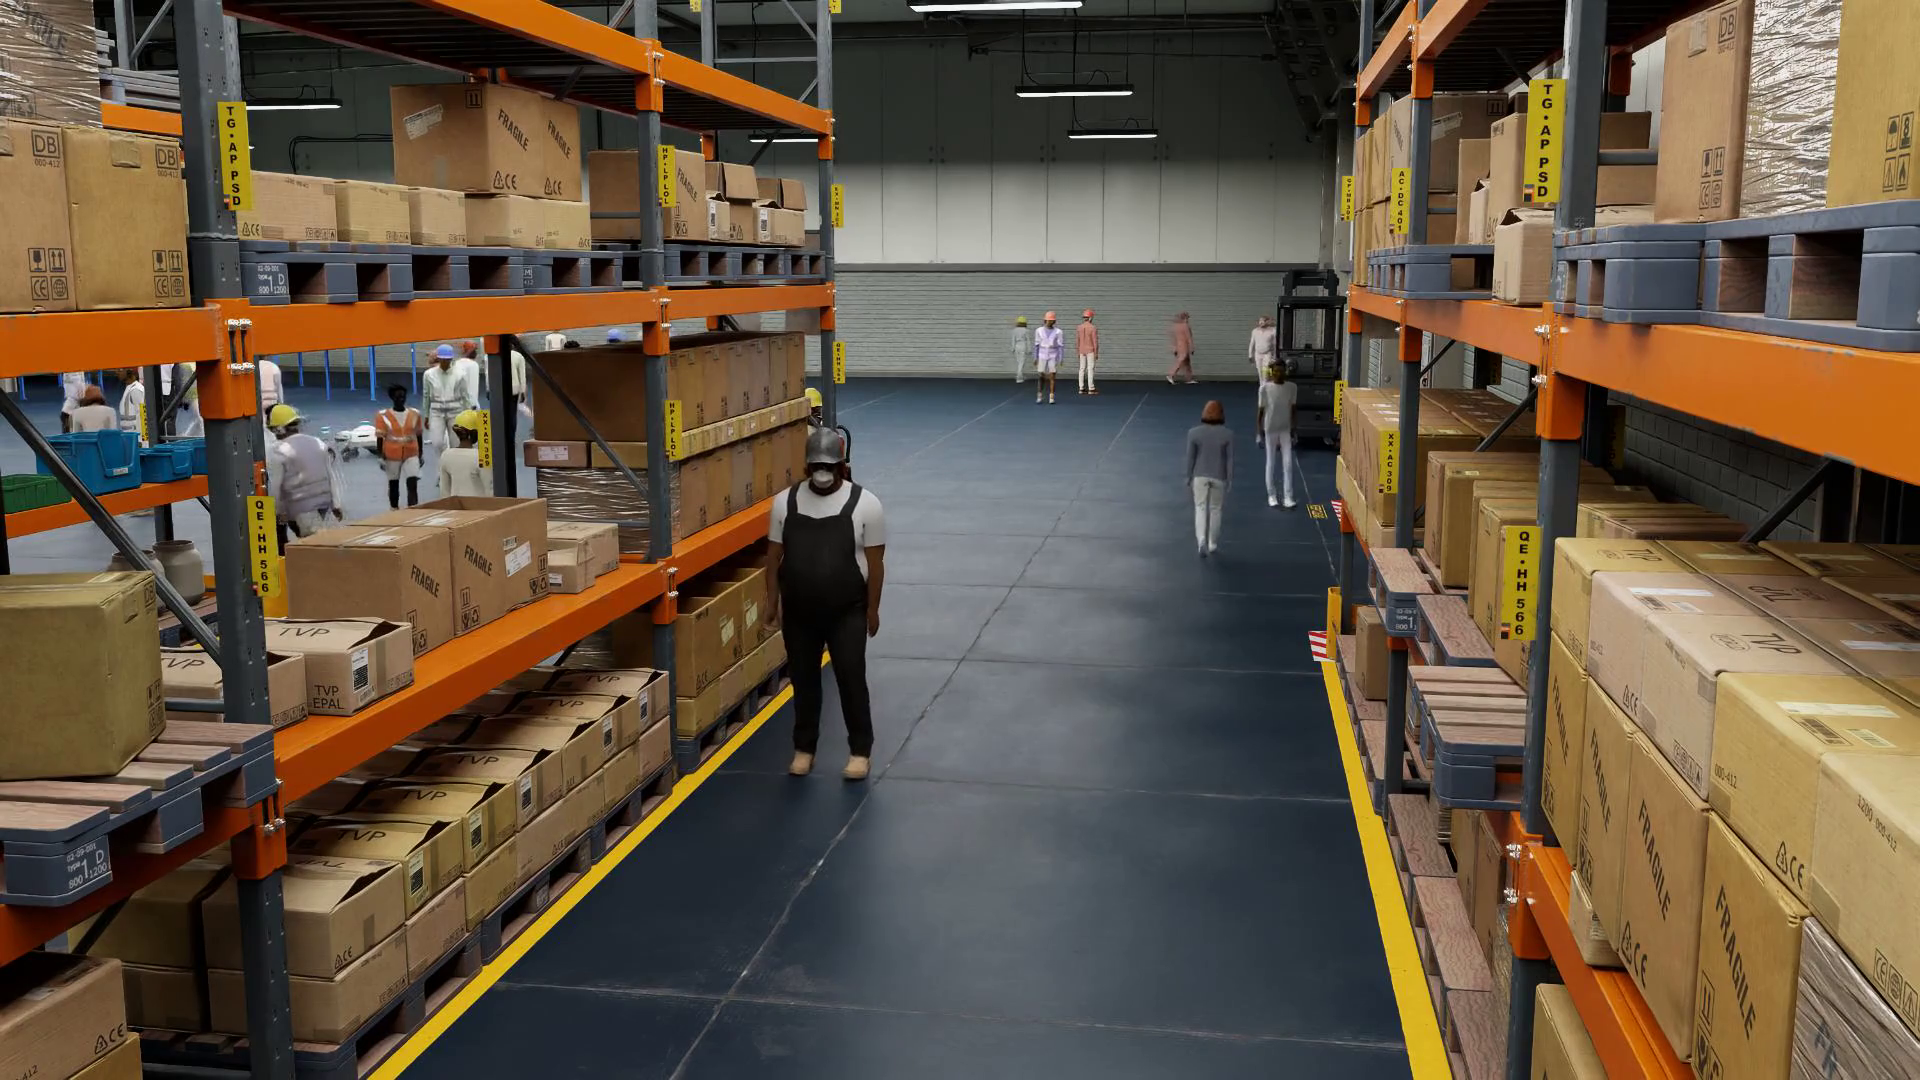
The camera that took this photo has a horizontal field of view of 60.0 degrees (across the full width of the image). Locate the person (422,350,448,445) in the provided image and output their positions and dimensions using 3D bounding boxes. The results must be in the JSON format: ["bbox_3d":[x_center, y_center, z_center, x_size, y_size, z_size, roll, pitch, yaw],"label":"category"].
[{"bbox_3d":[-8.792,-2.376,27.822,0.535,1.597,0.575,-6,11,-34],"label":"person"}]

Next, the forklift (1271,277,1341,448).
[{"bbox_3d":[5.847,-3.016,27.970,1.129,2.768,1.873,1,9,9],"label":"forklift"}]

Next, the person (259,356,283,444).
[{"bbox_3d":[-10.441,-1.986,24.743,0.701,1.815,0.625,8,12,40],"label":"person"}]

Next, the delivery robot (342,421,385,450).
[{"bbox_3d":[-9.397,-1.639,26.336,0.707,0.478,0.477,-9,13,-43],"label":"delivery robot"}]

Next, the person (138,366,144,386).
[{"bbox_3d":[-15.365,-3.033,31.366,0.328,1.767,0.530,0,9,-2],"label":"person"}]

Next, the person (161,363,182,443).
[{"bbox_3d":[-12.549,-2.266,26.195,0.587,1.912,0.376,0,9,1],"label":"person"}]

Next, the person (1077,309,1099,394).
[{"bbox_3d":[3.045,-4.477,39.561,0.609,1.997,0.375,8,12,41],"label":"person"}]

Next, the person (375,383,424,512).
[{"bbox_3d":[-6.365,-0.959,18.918,0.542,1.650,0.893,-5,10,-27],"label":"person"}]

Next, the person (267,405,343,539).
[{"bbox_3d":[-5.721,-0.296,14.526,1.039,1.749,0.589,3,10,18],"label":"person"}]

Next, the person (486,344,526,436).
[{"bbox_3d":[-7.481,-2.490,27.469,0.619,1.957,0.993,-4,10,-22],"label":"person"}]

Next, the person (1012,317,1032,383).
[{"bbox_3d":[1.677,-5.004,43.733,0.497,1.701,0.856,7,11,36],"label":"person"}]

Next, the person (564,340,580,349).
[{"bbox_3d":[-5.348,-1.785,23.051,0.602,1.967,0.366,-1,9,-6],"label":"person"}]

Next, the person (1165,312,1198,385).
[{"bbox_3d":[5.699,-4.921,42.704,0.920,1.870,0.640,-2,9,-14],"label":"person"}]

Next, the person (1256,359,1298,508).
[{"bbox_3d":[3.933,-1.302,20.464,0.570,1.834,0.858,0,9,-3],"label":"person"}]

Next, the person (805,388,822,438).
[{"bbox_3d":[-1.391,-0.503,15.556,0.403,1.834,0.589,9,13,43],"label":"person"}]

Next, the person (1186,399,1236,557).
[{"bbox_3d":[2.569,-0.638,17.077,0.503,1.607,0.757,2,9,9],"label":"person"}]

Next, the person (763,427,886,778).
[{"bbox_3d":[-0.792,0.373,9.648,0.693,2.000,0.539,2,9,11],"label":"person"}]

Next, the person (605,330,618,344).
[{"bbox_3d":[-5.993,-2.685,28.829,0.651,1.886,1.022,-5,11,-29],"label":"person"}]

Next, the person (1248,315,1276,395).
[{"bbox_3d":[7.046,-4.307,38.908,0.677,1.868,0.912,6,11,34],"label":"person"}]

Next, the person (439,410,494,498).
[{"bbox_3d":[-4.091,-0.201,13.901,0.526,1.769,0.329,4,10,21],"label":"person"}]

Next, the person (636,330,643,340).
[{"bbox_3d":[-6.815,-3.941,36.511,0.631,1.912,0.664,3,10,17],"label":"person"}]

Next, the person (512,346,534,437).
[{"bbox_3d":[-7.829,-2.773,29.154,0.929,1.968,0.605,-5,11,-30],"label":"person"}]

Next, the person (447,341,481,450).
[{"bbox_3d":[-7.627,-2.171,25.863,0.599,1.824,1.023,6,11,34],"label":"person"}]

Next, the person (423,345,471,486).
[{"bbox_3d":[-6.943,-1.672,22.489,0.643,1.919,0.746,-2,9,-12],"label":"person"}]

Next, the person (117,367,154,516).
[{"bbox_3d":[-9.892,-1.242,19.966,0.361,1.882,0.574,-6,11,-31],"label":"person"}]

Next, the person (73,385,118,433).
[{"bbox_3d":[-10.253,-1.046,19.740,0.504,1.563,0.923,-3,10,-20],"label":"person"}]

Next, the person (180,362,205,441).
[{"bbox_3d":[-12.187,-2.274,26.577,0.883,1.812,0.632,3,10,16],"label":"person"}]

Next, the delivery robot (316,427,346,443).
[{"bbox_3d":[-9.647,-1.598,25.284,0.335,0.223,0.698,3,10,17],"label":"delivery robot"}]

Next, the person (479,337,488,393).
[{"bbox_3d":[-11.211,-4.324,39.788,0.514,1.614,0.719,-4,10,-25],"label":"person"}]

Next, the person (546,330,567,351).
[{"bbox_3d":[-9.777,-4.424,40.335,0.522,1.639,0.305,-2,9,-11],"label":"person"}]

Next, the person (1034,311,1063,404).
[{"bbox_3d":[1.944,-4.014,36.603,0.643,2.035,0.420,1,9,8],"label":"person"}]

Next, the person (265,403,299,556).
[{"bbox_3d":[-6.302,-0.436,15.566,0.441,1.689,0.574,2,10,15],"label":"person"}]

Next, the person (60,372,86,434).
[{"bbox_3d":[-14.256,-2.317,26.495,0.831,1.908,0.580,-5,11,-29],"label":"person"}]
